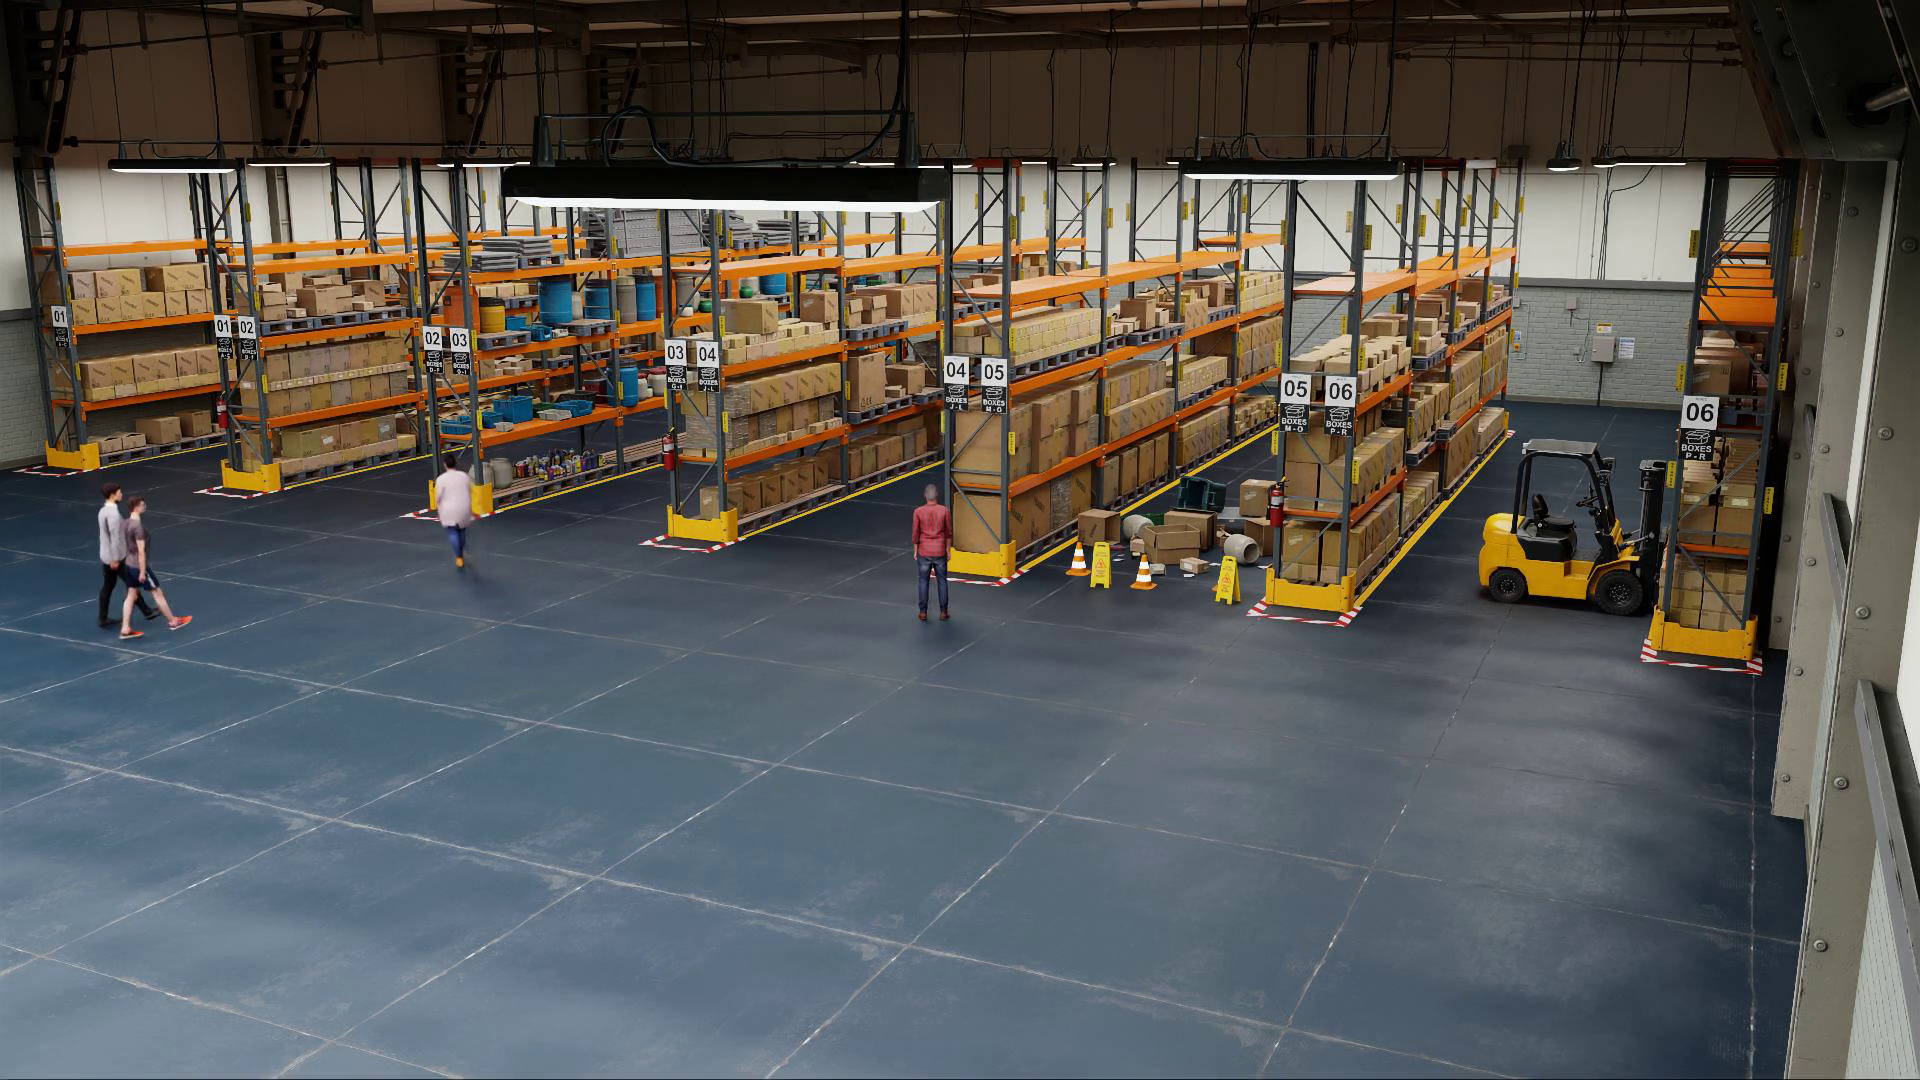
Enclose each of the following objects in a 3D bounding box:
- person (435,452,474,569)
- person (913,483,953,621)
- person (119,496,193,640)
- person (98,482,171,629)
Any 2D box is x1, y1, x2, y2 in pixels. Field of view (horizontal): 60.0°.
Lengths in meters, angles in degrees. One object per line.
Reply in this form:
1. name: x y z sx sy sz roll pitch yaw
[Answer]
1. person: -7.516 -0.413 24.787 1.156 1.696 1.123 -8 15 -30
2. person: -0.364 0.147 22.070 0.759 1.832 0.728 0 13 -2
3. person: -10.511 0.381 21.101 0.925 1.814 1.208 12 18 42
4. person: -11.080 0.229 21.595 1.216 1.887 1.012 -12 17 -41
